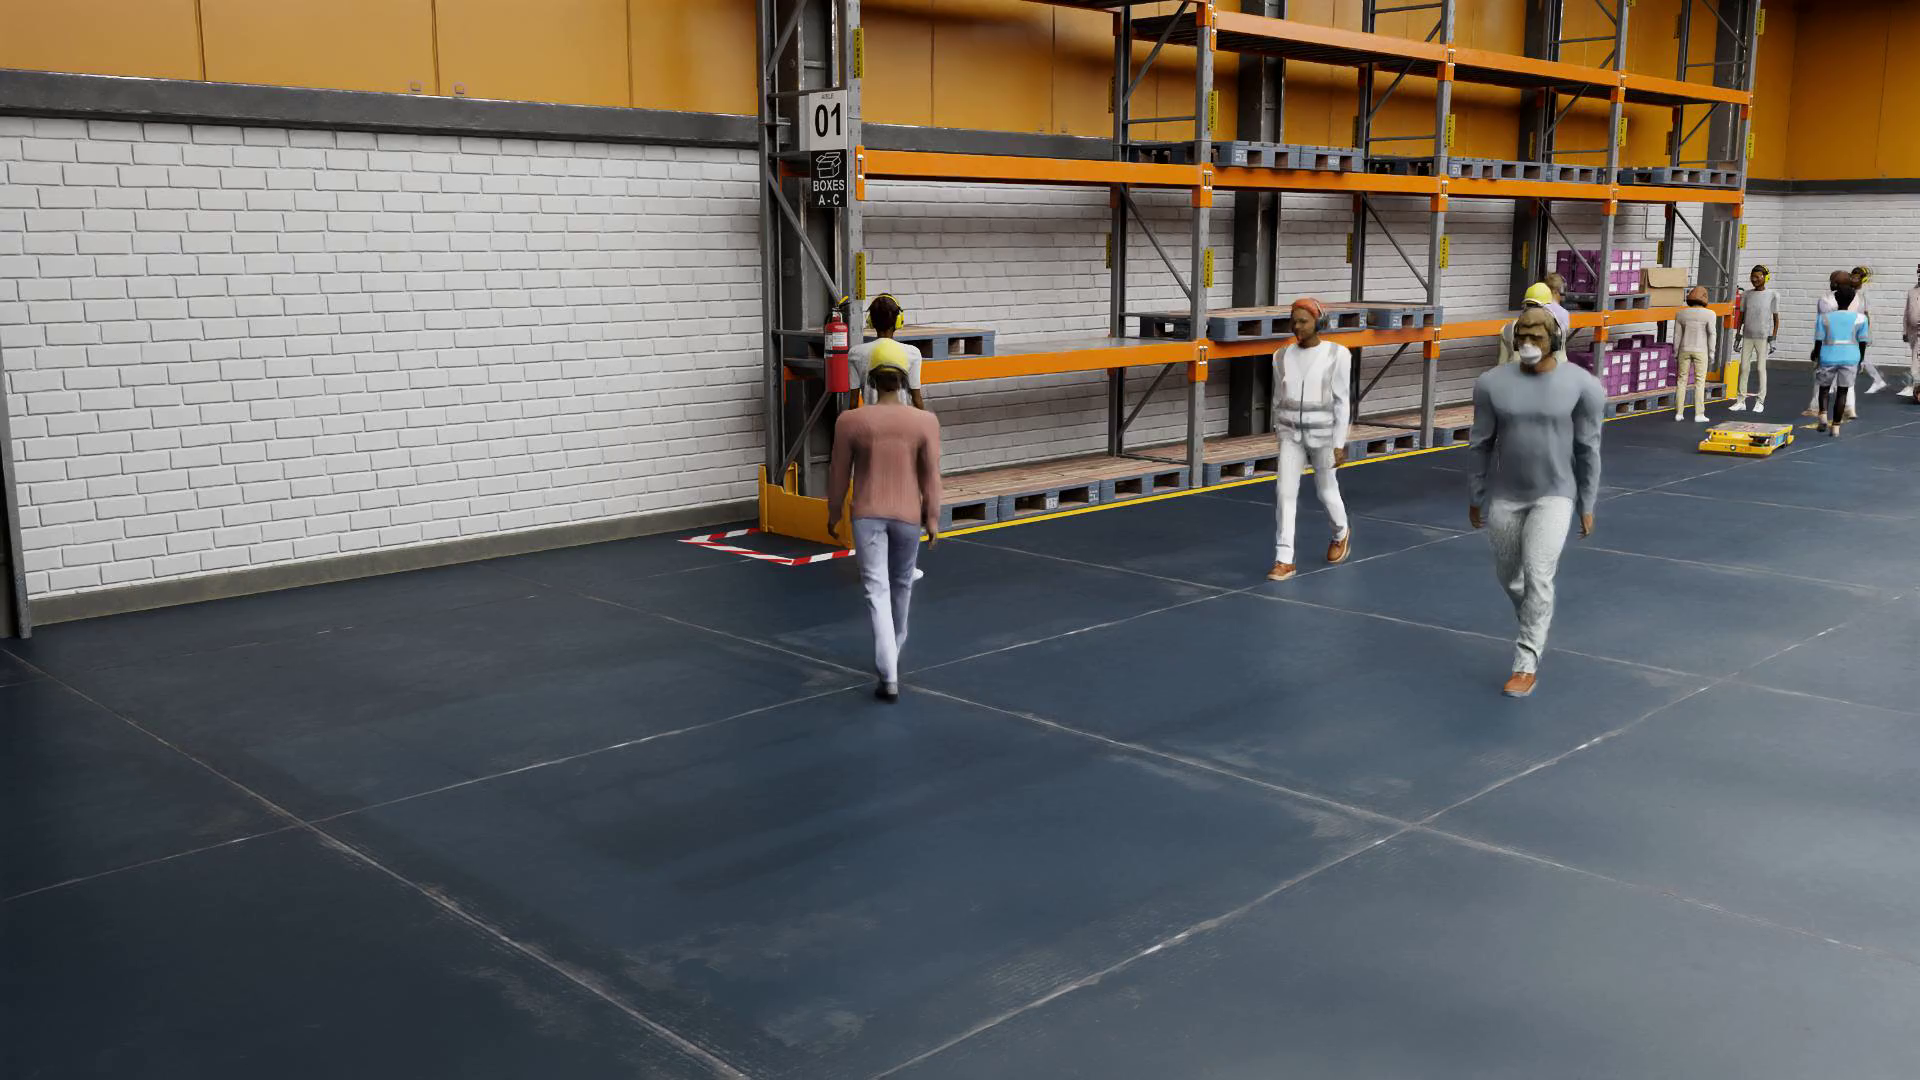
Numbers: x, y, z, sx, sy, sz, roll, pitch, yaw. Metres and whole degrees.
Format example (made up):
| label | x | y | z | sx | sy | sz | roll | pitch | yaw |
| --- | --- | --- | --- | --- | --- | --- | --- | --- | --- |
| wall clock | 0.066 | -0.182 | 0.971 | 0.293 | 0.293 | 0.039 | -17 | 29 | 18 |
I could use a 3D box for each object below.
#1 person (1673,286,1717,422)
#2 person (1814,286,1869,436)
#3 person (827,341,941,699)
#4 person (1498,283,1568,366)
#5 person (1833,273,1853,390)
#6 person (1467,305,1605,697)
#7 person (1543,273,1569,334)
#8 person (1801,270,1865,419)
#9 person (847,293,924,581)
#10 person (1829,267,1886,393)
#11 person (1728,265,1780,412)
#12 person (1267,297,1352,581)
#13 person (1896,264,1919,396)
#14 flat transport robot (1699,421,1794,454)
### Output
| label | x | y | z | sx | sy | sz | roll | pitch | yaw |
| --- | --- | --- | --- | --- | --- | --- | --- | --- | --- |
| person | 8.859 | -2.241 | 20.078 | 0.499 | 1.633 | 0.282 | 10 | 14 | 42 |
| person | 9.830 | -1.995 | 18.588 | 0.543 | 1.679 | 0.372 | 6 | 12 | 28 |
| person | -0.380 | -0.121 | 8.265 | 0.540 | 1.718 | 0.900 | -2 | 11 | -11 |
| person | 4.960 | -1.301 | 14.399 | 0.587 | 1.835 | 0.404 | 8 | 13 | 38 |
| person | 12.896 | -3.039 | 24.255 | 0.317 | 1.695 | 0.540 | 2 | 11 | 9 |
| person | 2.889 | -0.223 | 8.344 | 0.638 | 1.914 | 0.852 | 7 | 13 | 34 |
| person | 5.291 | -1.471 | 15.154 | 0.795 | 1.891 | 0.647 | -3 | 11 | -18 |
| person | 10.745 | -2.394 | 20.427 | 0.630 | 1.851 | 0.507 | -2 | 11 | -11 |
| person | -0.467 | -0.650 | 10.744 | 0.513 | 1.877 | 0.328 | 1 | 10 | 7 |
| person | 12.701 | -2.961 | 23.534 | 0.985 | 1.813 | 0.546 | 1 | 10 | 6 |
| person | 10.122 | -2.557 | 21.156 | 0.313 | 1.869 | 0.528 | -9 | 14 | -42 |
| person | 2.347 | -0.688 | 11.043 | 0.572 | 1.847 | 0.913 | 7 | 12 | 32 |
| person | 13.579 | -2.959 | 23.371 | 0.921 | 1.869 | 0.640 | -3 | 11 | -18 |
| flat transport robot | 8.294 | -1.088 | 17.504 | 0.652 | 0.197 | 1.431 | 7 | 13 | 35 |
